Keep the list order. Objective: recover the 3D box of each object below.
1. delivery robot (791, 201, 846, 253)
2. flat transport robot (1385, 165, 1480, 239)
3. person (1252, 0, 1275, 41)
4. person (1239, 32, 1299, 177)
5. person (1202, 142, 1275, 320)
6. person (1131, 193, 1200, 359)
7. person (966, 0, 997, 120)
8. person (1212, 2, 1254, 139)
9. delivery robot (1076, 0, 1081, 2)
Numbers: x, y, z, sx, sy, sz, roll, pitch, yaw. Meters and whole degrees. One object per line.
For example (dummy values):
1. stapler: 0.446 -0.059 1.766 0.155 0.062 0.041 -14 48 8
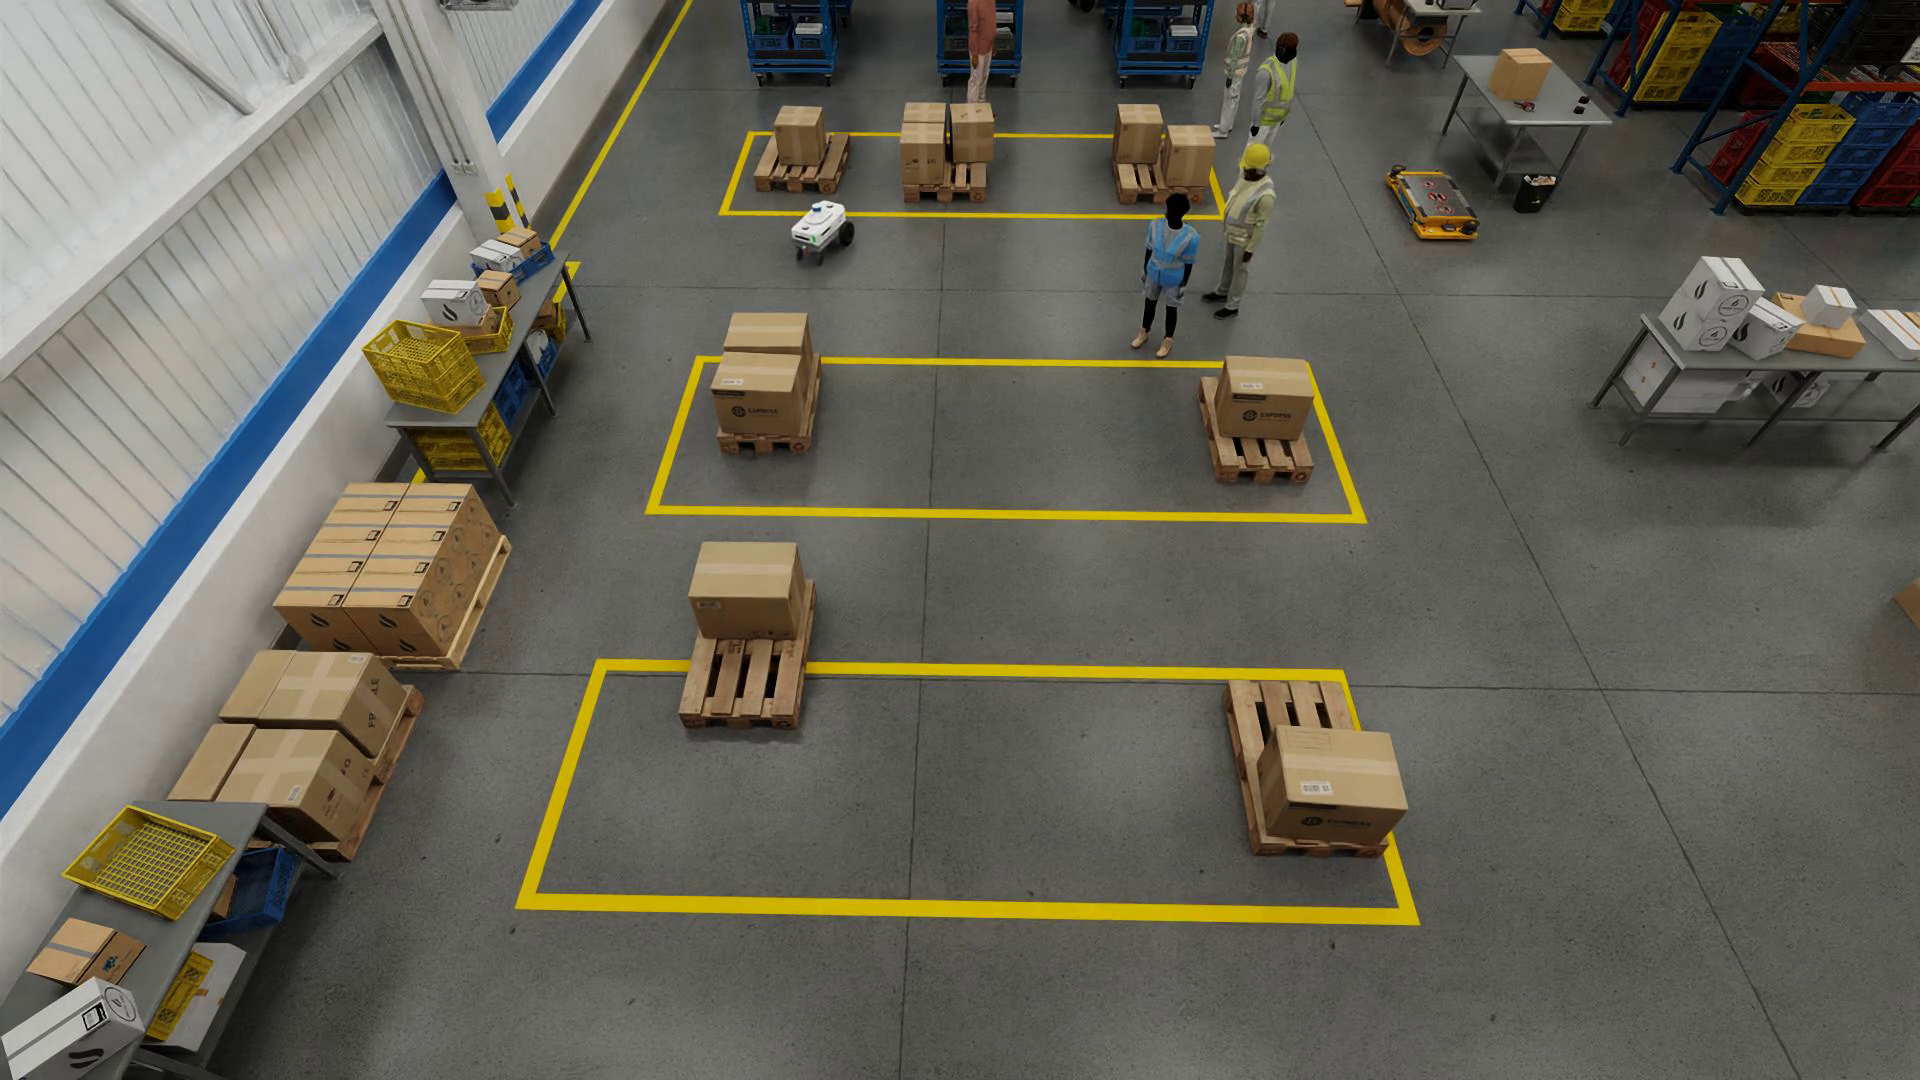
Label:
1. delivery robot: -1.593 -3.553 10.344 0.477 0.478 0.707 20 52 16
2. flat transport robot: 5.692 -4.094 11.059 0.652 0.197 1.431 1 49 1
3. person: 4.690 -8.670 13.925 0.638 1.936 0.356 -13 50 -11
4. person: 3.645 -4.985 10.797 0.625 1.846 0.429 -35 58 -27
5. person: 2.802 -3.066 9.152 0.404 1.824 0.608 -8 50 -7
6. person: 1.963 -2.520 8.764 0.527 1.690 0.318 30 56 24
7. person: 0.299 -6.437 11.954 0.378 1.995 0.611 20 52 17
8. person: 3.559 -6.063 11.870 0.313 1.634 0.514 19 52 15
9. delivery robot: 2.237 -9.259 15.283 0.707 0.478 0.477 -20 52 -17
